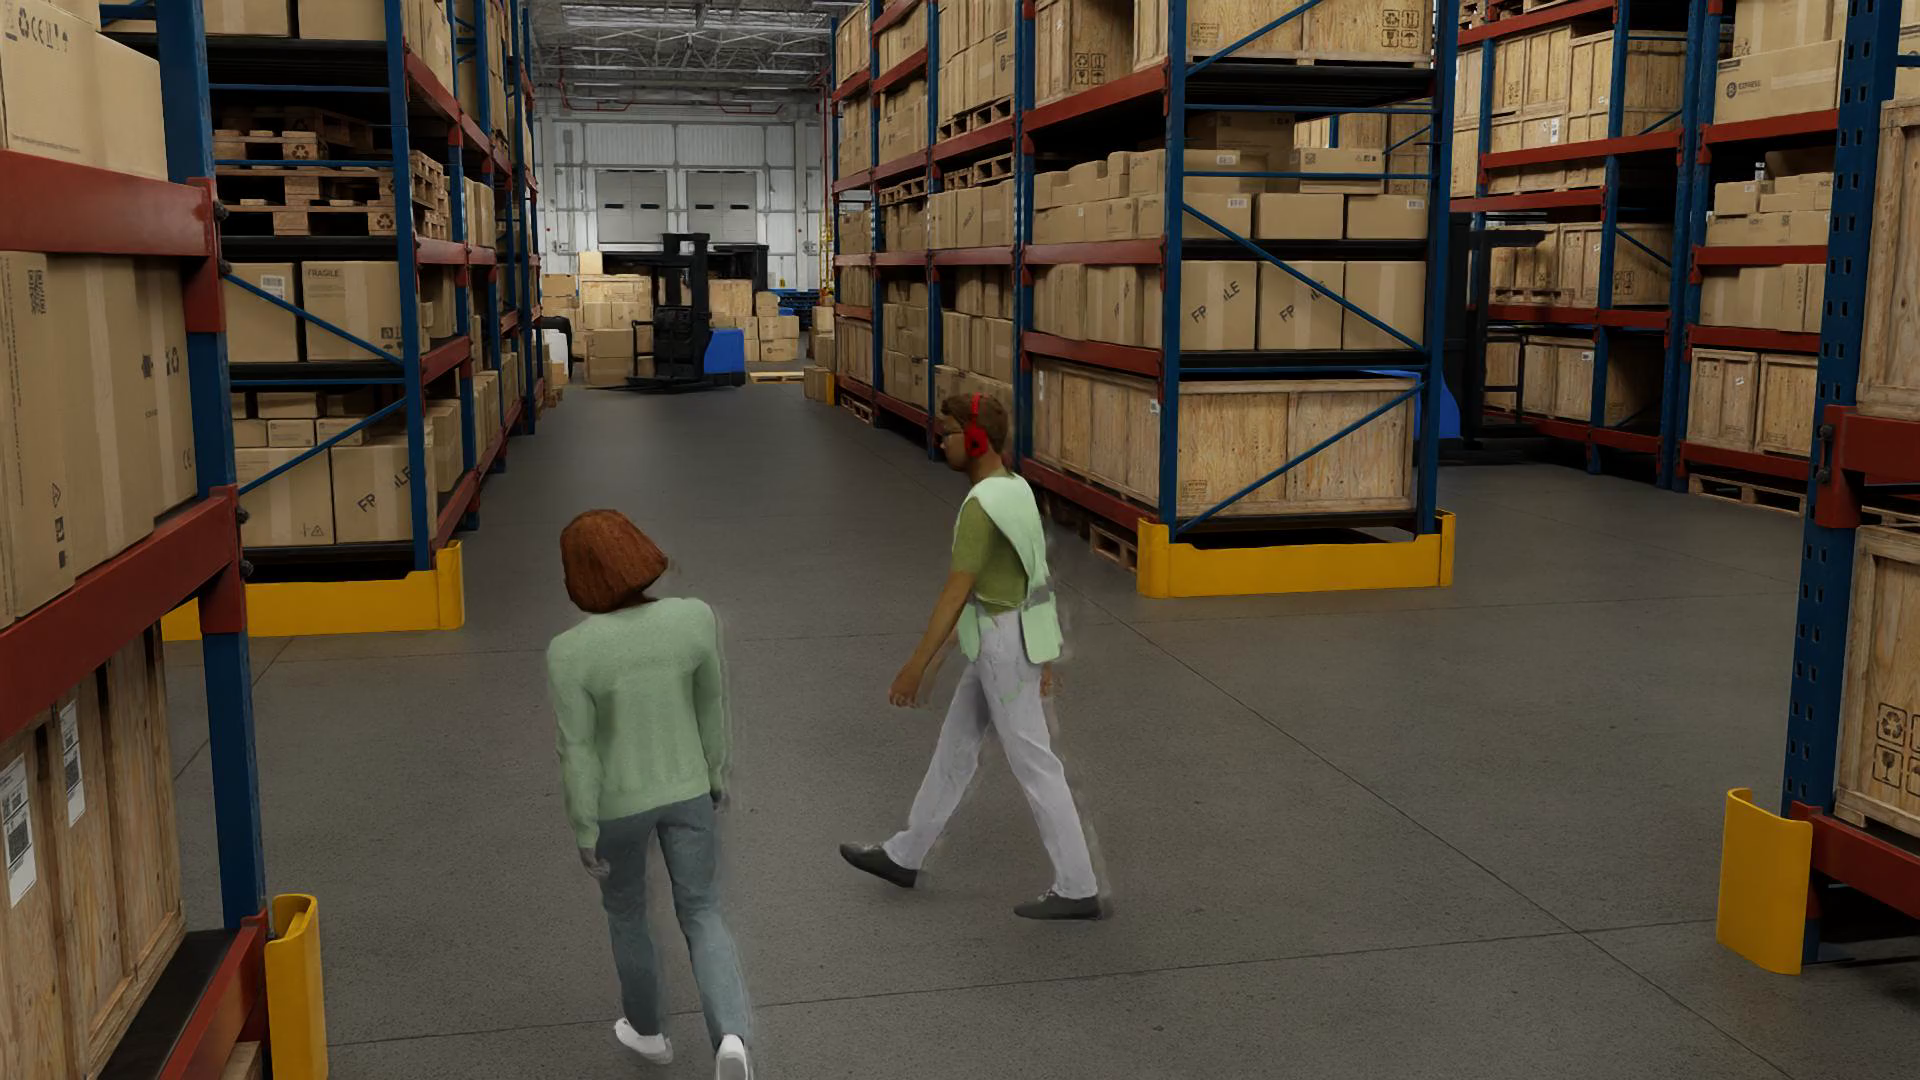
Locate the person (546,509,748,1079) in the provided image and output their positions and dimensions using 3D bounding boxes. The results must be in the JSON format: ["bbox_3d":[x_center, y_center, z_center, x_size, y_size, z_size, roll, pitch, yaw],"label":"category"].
[{"bbox_3d":[-0.812,0.706,4.394,0.516,1.597,0.730,-5,11,-29],"label":"person"}]

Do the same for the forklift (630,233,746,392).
[{"bbox_3d":[-4.889,-4.125,29.967,1.129,2.768,1.873,8,12,40],"label":"forklift"}]

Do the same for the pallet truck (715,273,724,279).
[{"bbox_3d":[-8.580,-8.986,62.280,1.885,1.965,0.823,1,9,5],"label":"pallet truck"}]

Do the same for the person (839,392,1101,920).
[{"bbox_3d":[0.045,0.404,5.674,0.979,1.793,0.582,1,9,7],"label":"person"}]

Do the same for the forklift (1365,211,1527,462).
[{"bbox_3d":[5.354,-2.303,18.863,1.873,2.768,1.129,-2,10,-12],"label":"forklift"}]

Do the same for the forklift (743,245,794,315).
[{"bbox_3d":[-5.578,-6.690,45.602,1.873,2.768,1.129,-7,12,-36],"label":"forklift"}]
